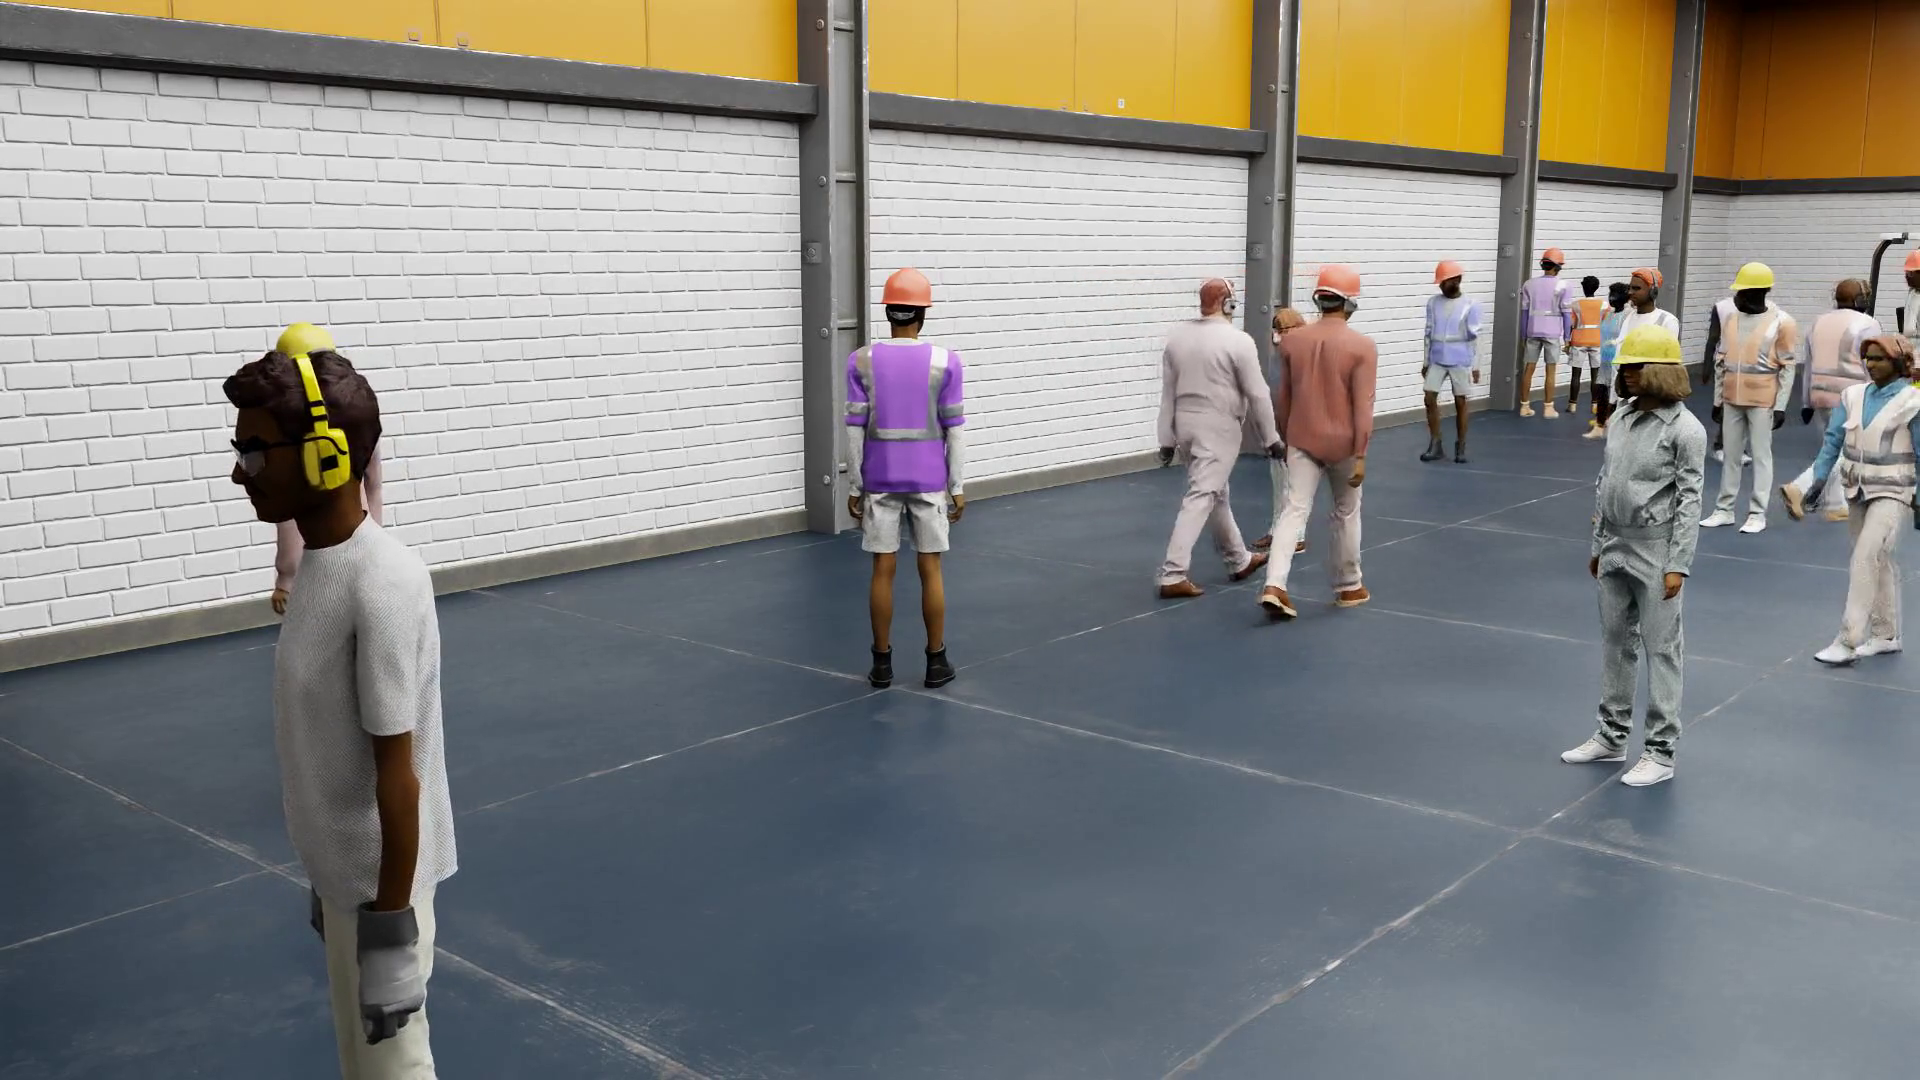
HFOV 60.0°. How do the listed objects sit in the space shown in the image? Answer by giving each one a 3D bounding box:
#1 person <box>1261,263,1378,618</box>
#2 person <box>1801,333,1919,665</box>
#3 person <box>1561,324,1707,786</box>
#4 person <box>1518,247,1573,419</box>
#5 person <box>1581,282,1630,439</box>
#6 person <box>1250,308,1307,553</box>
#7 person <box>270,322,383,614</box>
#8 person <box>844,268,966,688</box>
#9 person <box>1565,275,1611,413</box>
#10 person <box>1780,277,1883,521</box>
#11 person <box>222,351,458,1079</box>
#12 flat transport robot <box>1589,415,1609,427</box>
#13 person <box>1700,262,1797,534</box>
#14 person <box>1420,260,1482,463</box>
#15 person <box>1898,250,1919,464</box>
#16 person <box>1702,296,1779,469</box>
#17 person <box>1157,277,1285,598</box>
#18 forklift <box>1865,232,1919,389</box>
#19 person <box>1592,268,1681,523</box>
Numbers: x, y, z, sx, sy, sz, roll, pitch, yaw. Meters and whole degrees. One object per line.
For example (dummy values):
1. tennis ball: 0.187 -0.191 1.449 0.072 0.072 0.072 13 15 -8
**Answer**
1. person: 1.985 -0.541 9.163 0.612 1.955 1.027 8 13 37
2. person: 4.394 -0.193 8.118 0.728 1.611 0.517 -3 10 -16
3. person: 2.579 0.056 6.333 0.295 1.744 0.488 -4 11 -21
4. person: 7.007 -2.465 19.882 0.607 2.034 0.421 9 13 42
5. person: 7.018 -1.890 17.612 0.695 1.676 0.539 -1 10 -7
6. person: 2.169 -0.722 11.080 0.289 1.632 0.498 -3 11 -18
7. person: -2.306 0.094 6.070 0.329 1.762 0.523 4 11 21
8. person: -0.248 -0.277 7.684 0.557 1.935 0.371 1 10 3
9. person: 7.710 -2.397 20.453 0.535 1.693 0.317 2 10 14
10. person: 6.383 -1.009 12.189 0.750 1.818 0.620 -2 10 -11
11. person: -1.032 0.610 2.854 0.318 1.861 0.521 -6 12 -32
12. flat transport robot: 7.706 -1.429 18.974 0.652 0.197 1.431 7 12 35
13. person: 5.637 -1.009 11.880 0.383 1.923 0.589 -6 11 -29
14. person: 4.585 -1.666 15.657 0.604 1.913 0.659 8 12 37
15. person: 8.859 -1.699 15.578 0.982 1.997 0.639 1 10 5
16. person: 7.256 -1.600 15.448 0.599 1.849 1.061 1 10 4
17. person: 1.531 -0.603 9.790 1.018 1.850 0.655 -6 12 -32
18. forklift: 9.955 -1.972 16.595 2.313 2.155 1.214 1 10 8
19. person: 4.896 -1.010 12.005 0.355 1.883 0.574 -3 11 -19
